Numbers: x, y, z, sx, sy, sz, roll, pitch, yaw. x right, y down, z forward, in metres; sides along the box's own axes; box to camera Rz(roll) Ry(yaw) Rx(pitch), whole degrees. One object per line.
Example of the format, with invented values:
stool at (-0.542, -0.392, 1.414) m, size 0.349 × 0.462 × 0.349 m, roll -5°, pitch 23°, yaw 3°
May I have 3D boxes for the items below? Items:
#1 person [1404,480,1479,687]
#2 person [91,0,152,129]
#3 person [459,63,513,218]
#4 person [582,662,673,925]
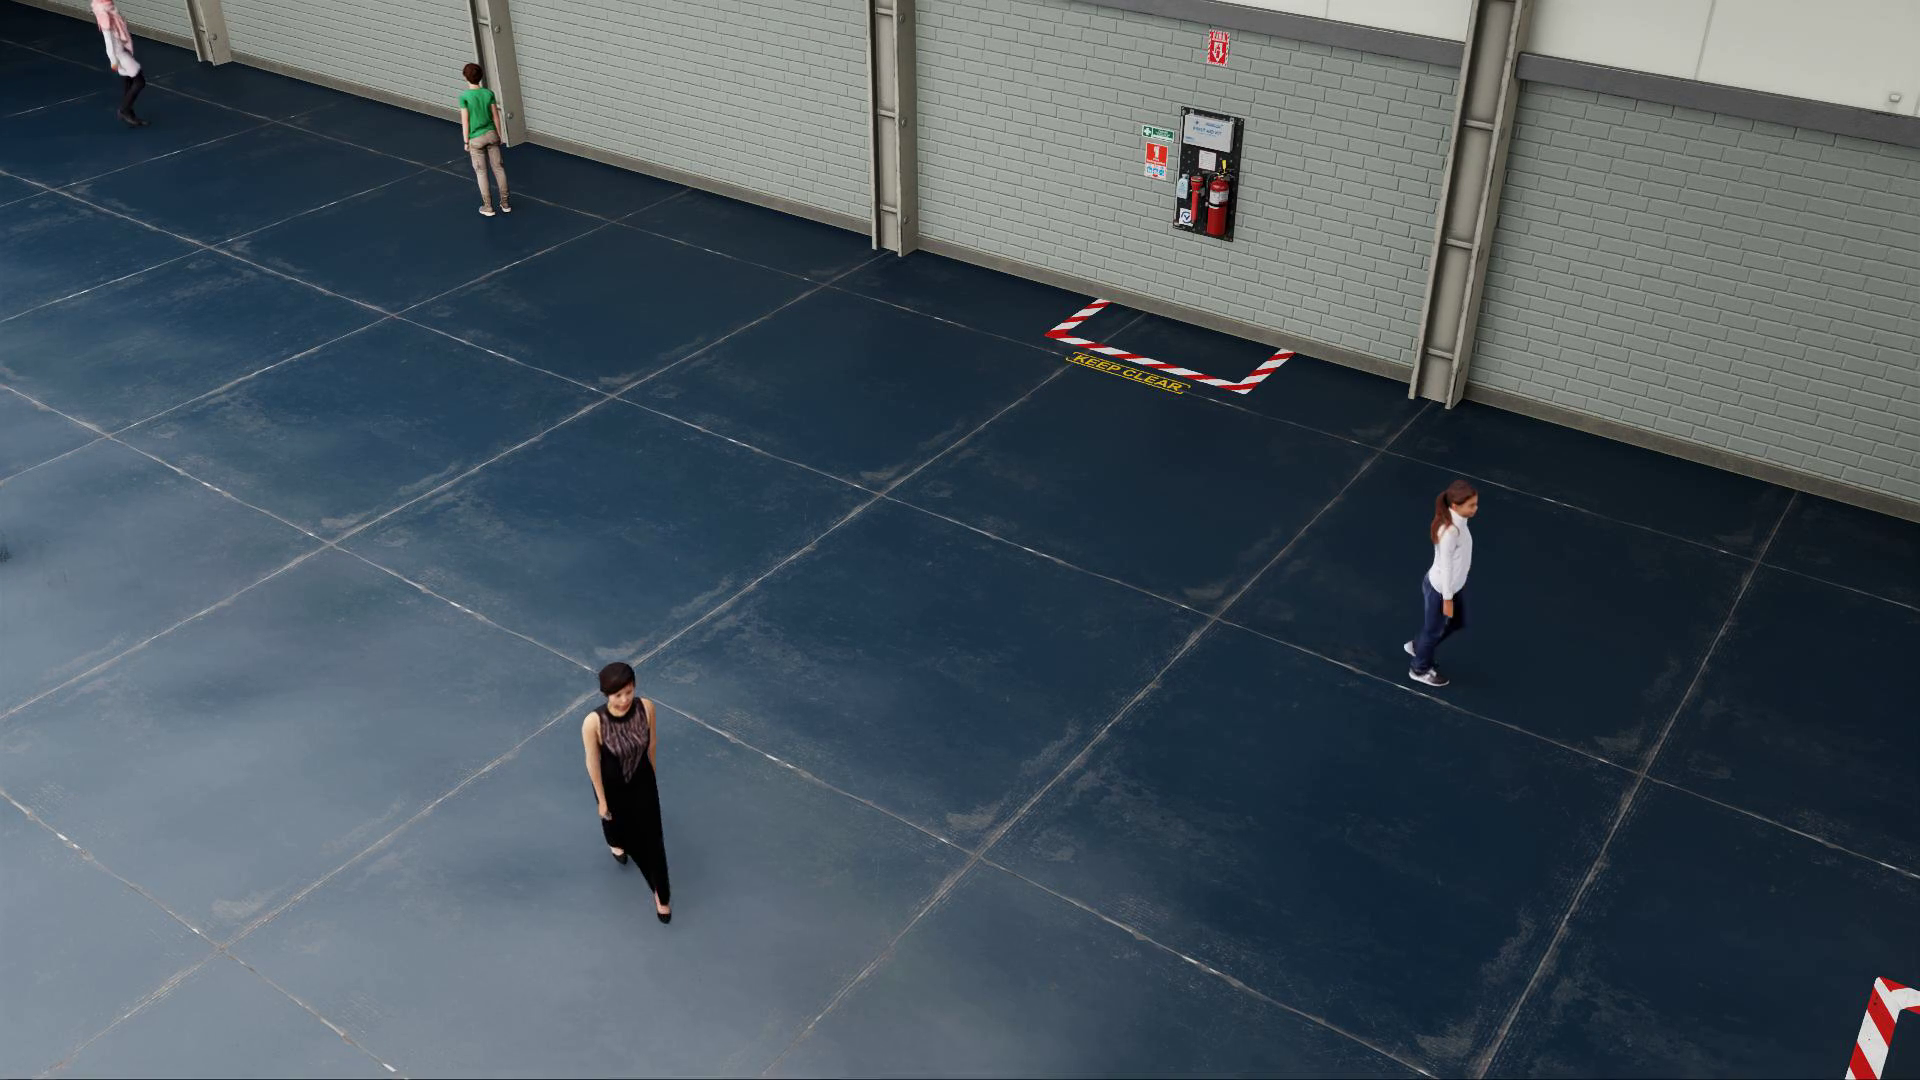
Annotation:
person at (3.091, 0.275, 10.874) m, size 0.598 × 1.544 × 0.517 m, roll 18°, pitch 37°, yaw 26°
person at (-10.471, -5.958, 20.534) m, size 0.821 × 1.780 × 0.744 m, roll -13°, pitch 35°, yaw -20°
person at (-5.194, -4.372, 18.140) m, size 0.658 × 1.651 × 0.633 m, roll -21°, pitch 38°, yaw -29°
person at (-1.886, 1.310, 9.220) m, size 0.897 × 1.558 × 1.115 m, roll -16°, pitch 36°, yaw -23°
